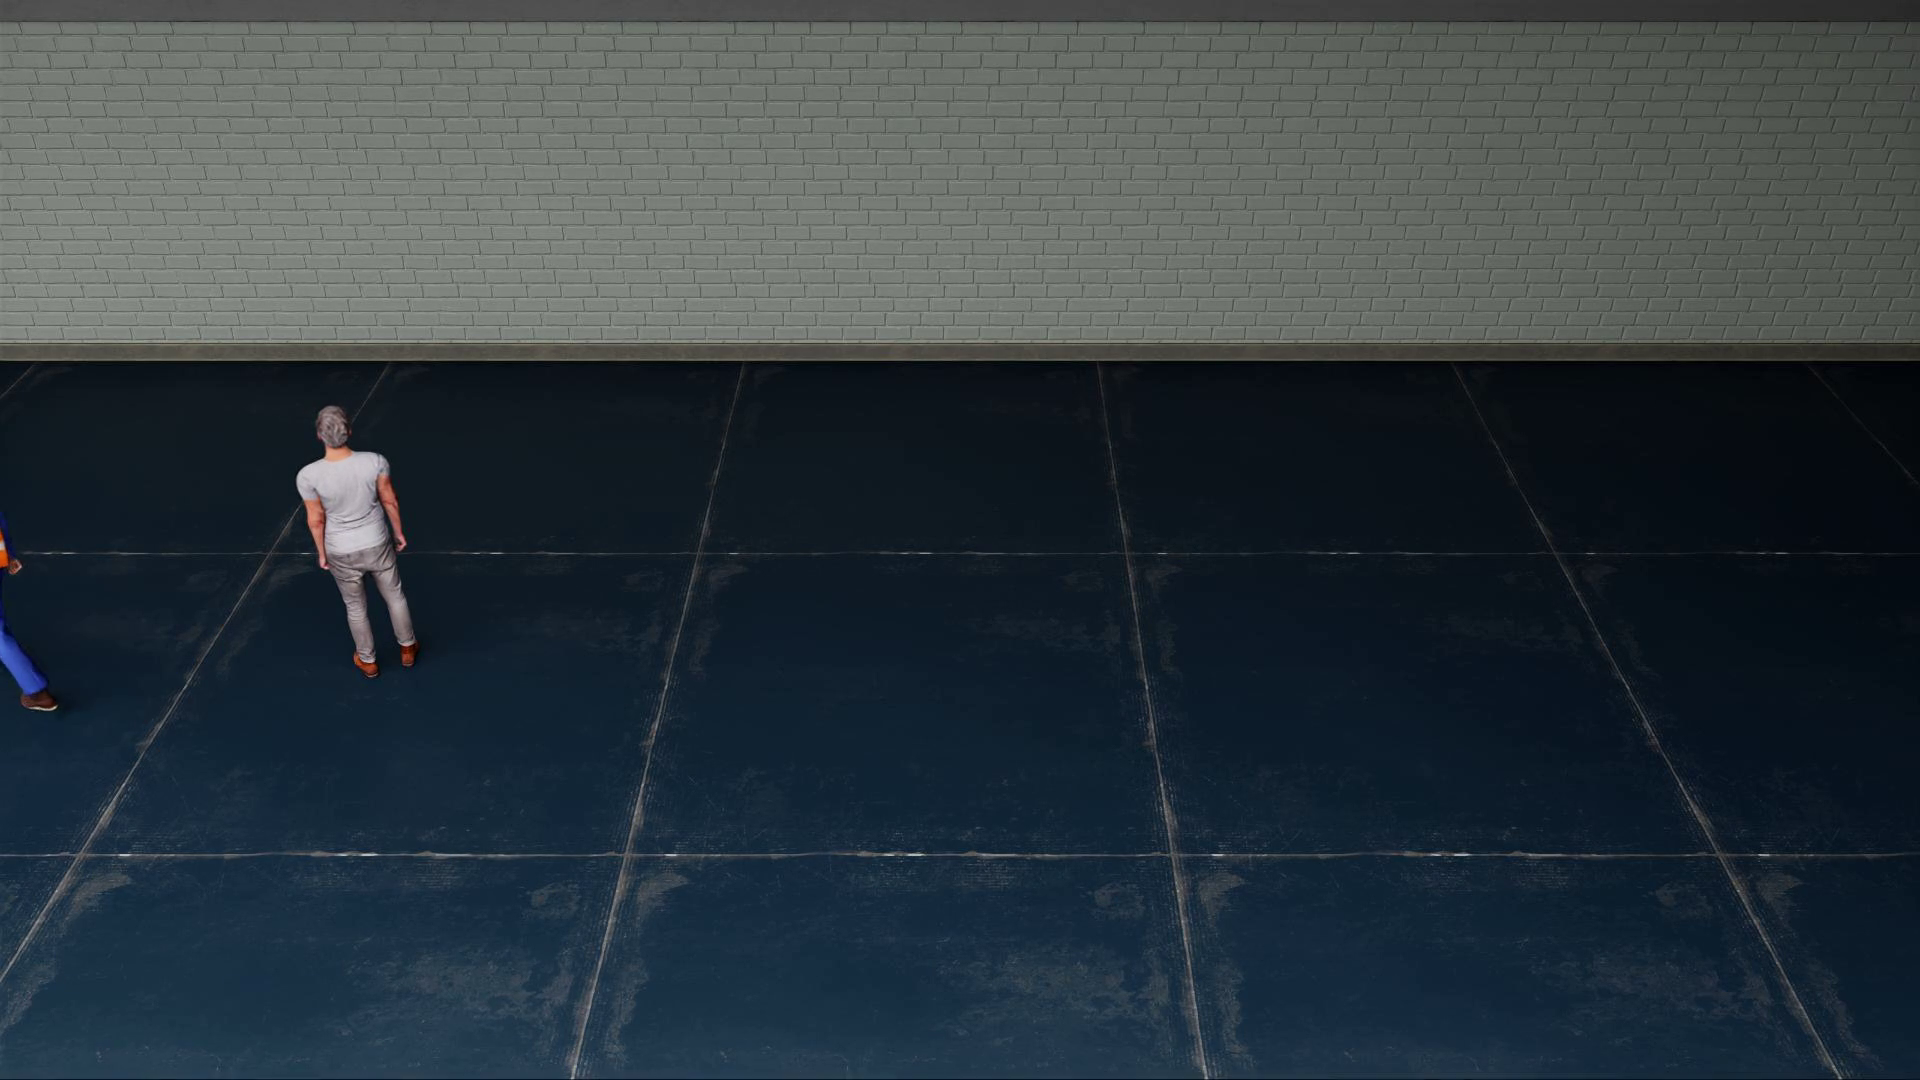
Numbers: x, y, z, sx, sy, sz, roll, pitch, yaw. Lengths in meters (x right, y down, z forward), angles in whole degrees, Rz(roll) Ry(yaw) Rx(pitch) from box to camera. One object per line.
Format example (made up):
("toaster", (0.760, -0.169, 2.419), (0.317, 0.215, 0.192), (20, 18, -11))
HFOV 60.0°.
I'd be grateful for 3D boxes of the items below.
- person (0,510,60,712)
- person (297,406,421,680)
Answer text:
("person", (-5.752, 0.229, 9.756), (1.190, 1.819, 1.261), (20, 38, 28))
("person", (-3.627, 0.024, 10.059), (0.770, 1.831, 0.743), (-16, 36, -23))
